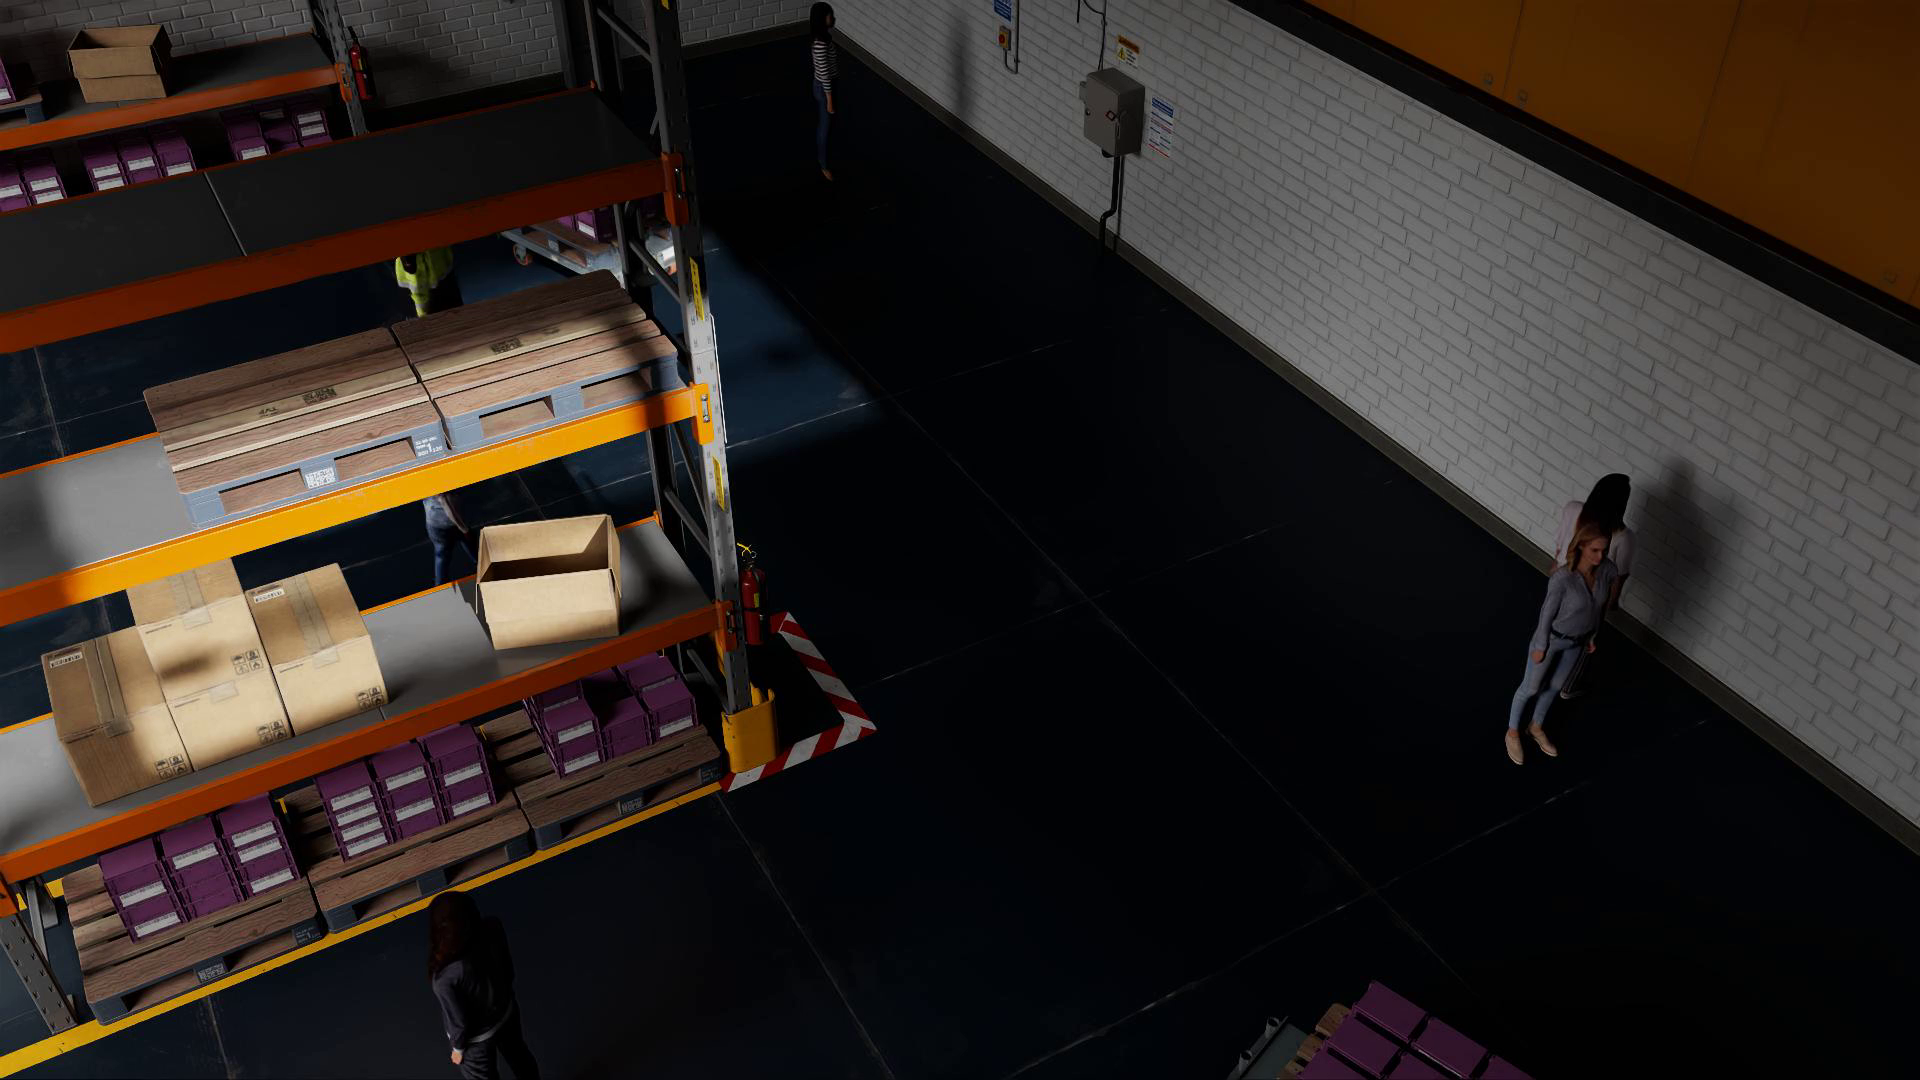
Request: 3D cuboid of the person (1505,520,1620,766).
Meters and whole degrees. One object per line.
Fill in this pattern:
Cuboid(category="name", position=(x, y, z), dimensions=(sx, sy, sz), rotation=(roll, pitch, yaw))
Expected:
Cuboid(category="person", position=(3.615, 0.601, 9.991), dimensions=(0.528, 1.796, 0.698), rotation=(-9, 40, -12))

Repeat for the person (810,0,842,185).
Cuboid(category="person", position=(-1.311, -4.352, 16.193), dimensions=(0.617, 1.796, 0.654), rotation=(-5, 39, -6))

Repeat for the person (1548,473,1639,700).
Cuboid(category="person", position=(3.928, 0.278, 10.490), dimensions=(0.655, 1.679, 0.708), rotation=(-26, 46, -29))

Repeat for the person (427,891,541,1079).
Cuboid(category="person", position=(-2.262, 2.277, 7.915), dimensions=(0.753, 1.768, 0.658), rotation=(15, 41, 18))
